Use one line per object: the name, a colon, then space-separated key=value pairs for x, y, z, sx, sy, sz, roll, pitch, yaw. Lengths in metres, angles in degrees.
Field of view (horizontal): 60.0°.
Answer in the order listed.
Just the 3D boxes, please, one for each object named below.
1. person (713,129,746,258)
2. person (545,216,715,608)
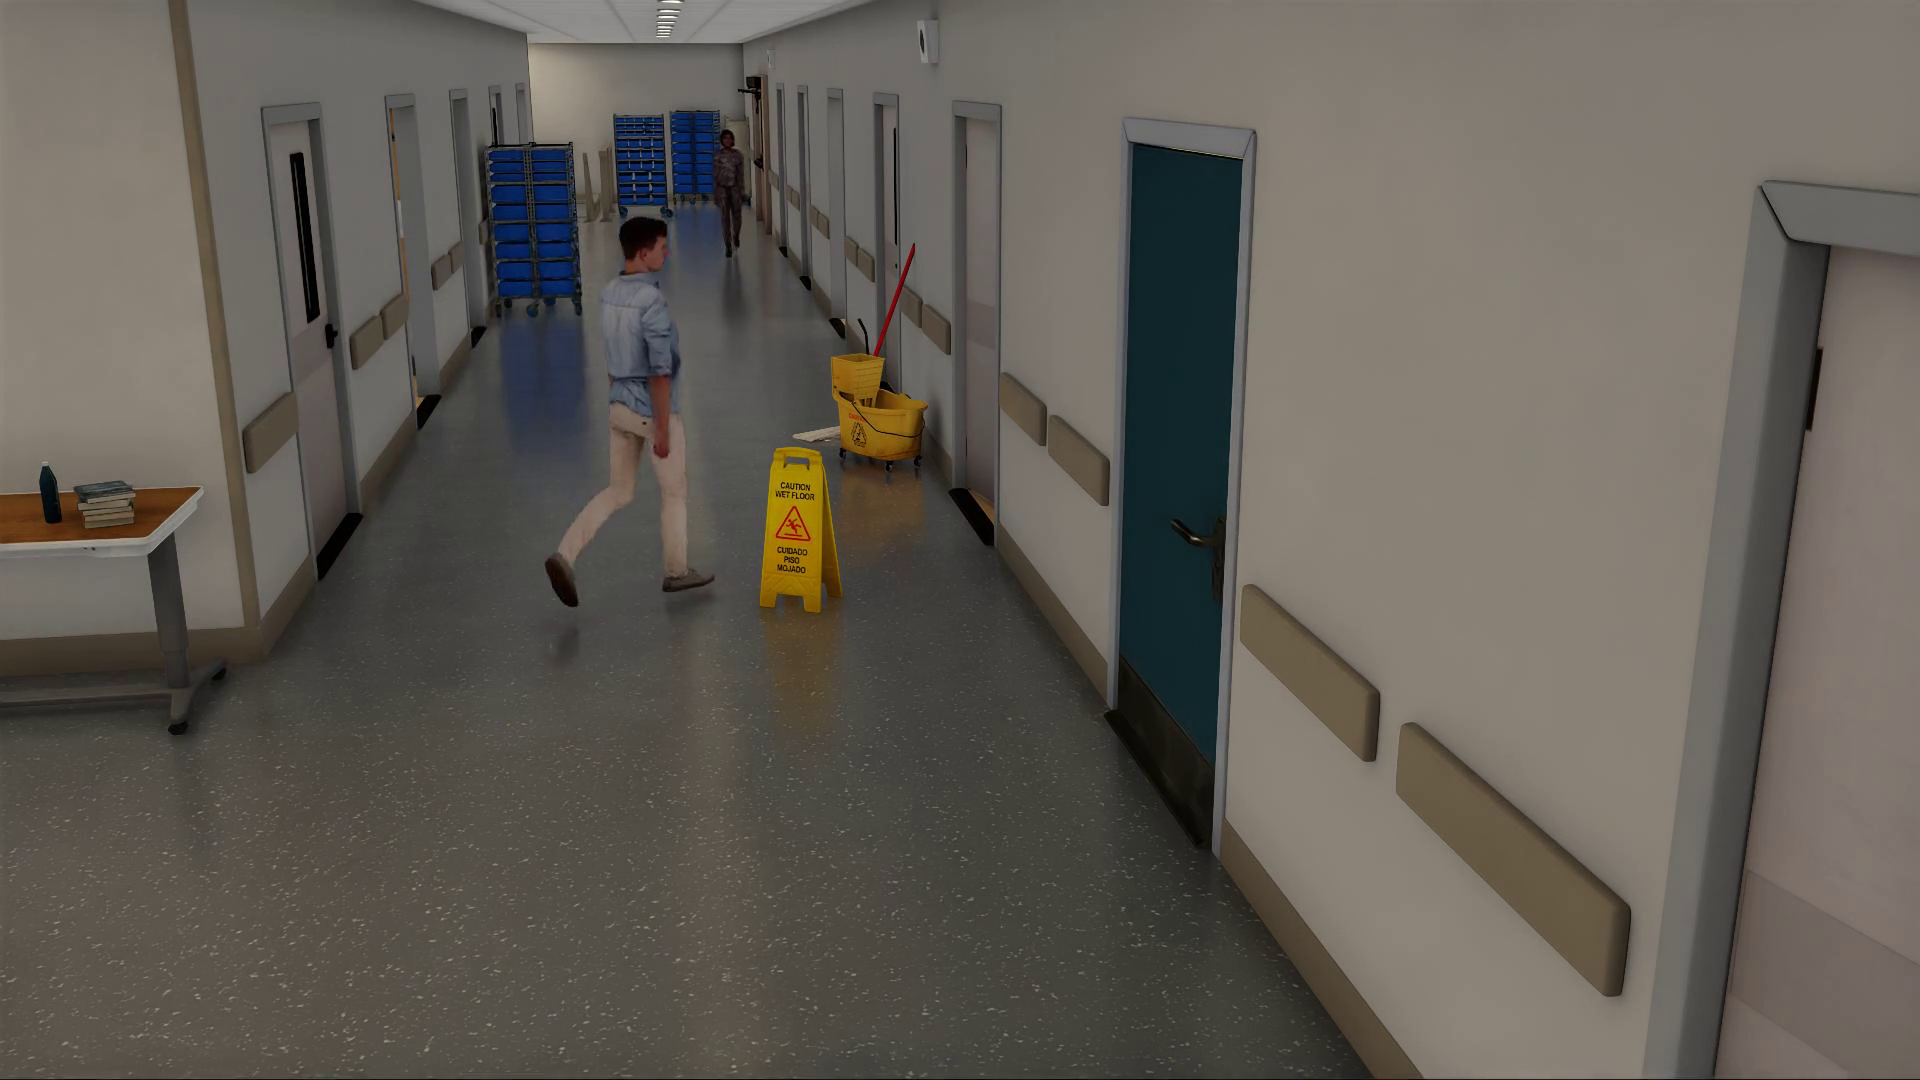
person: x=-3.158 y=-4.731 z=22.730 sx=0.614 sy=1.702 sz=0.917 roll=-1 pitch=16 yaw=-5
person: x=-1.554 y=-0.552 z=7.707 sx=1.168 sy=1.812 sz=1.139 roll=13 pitch=20 yaw=39
